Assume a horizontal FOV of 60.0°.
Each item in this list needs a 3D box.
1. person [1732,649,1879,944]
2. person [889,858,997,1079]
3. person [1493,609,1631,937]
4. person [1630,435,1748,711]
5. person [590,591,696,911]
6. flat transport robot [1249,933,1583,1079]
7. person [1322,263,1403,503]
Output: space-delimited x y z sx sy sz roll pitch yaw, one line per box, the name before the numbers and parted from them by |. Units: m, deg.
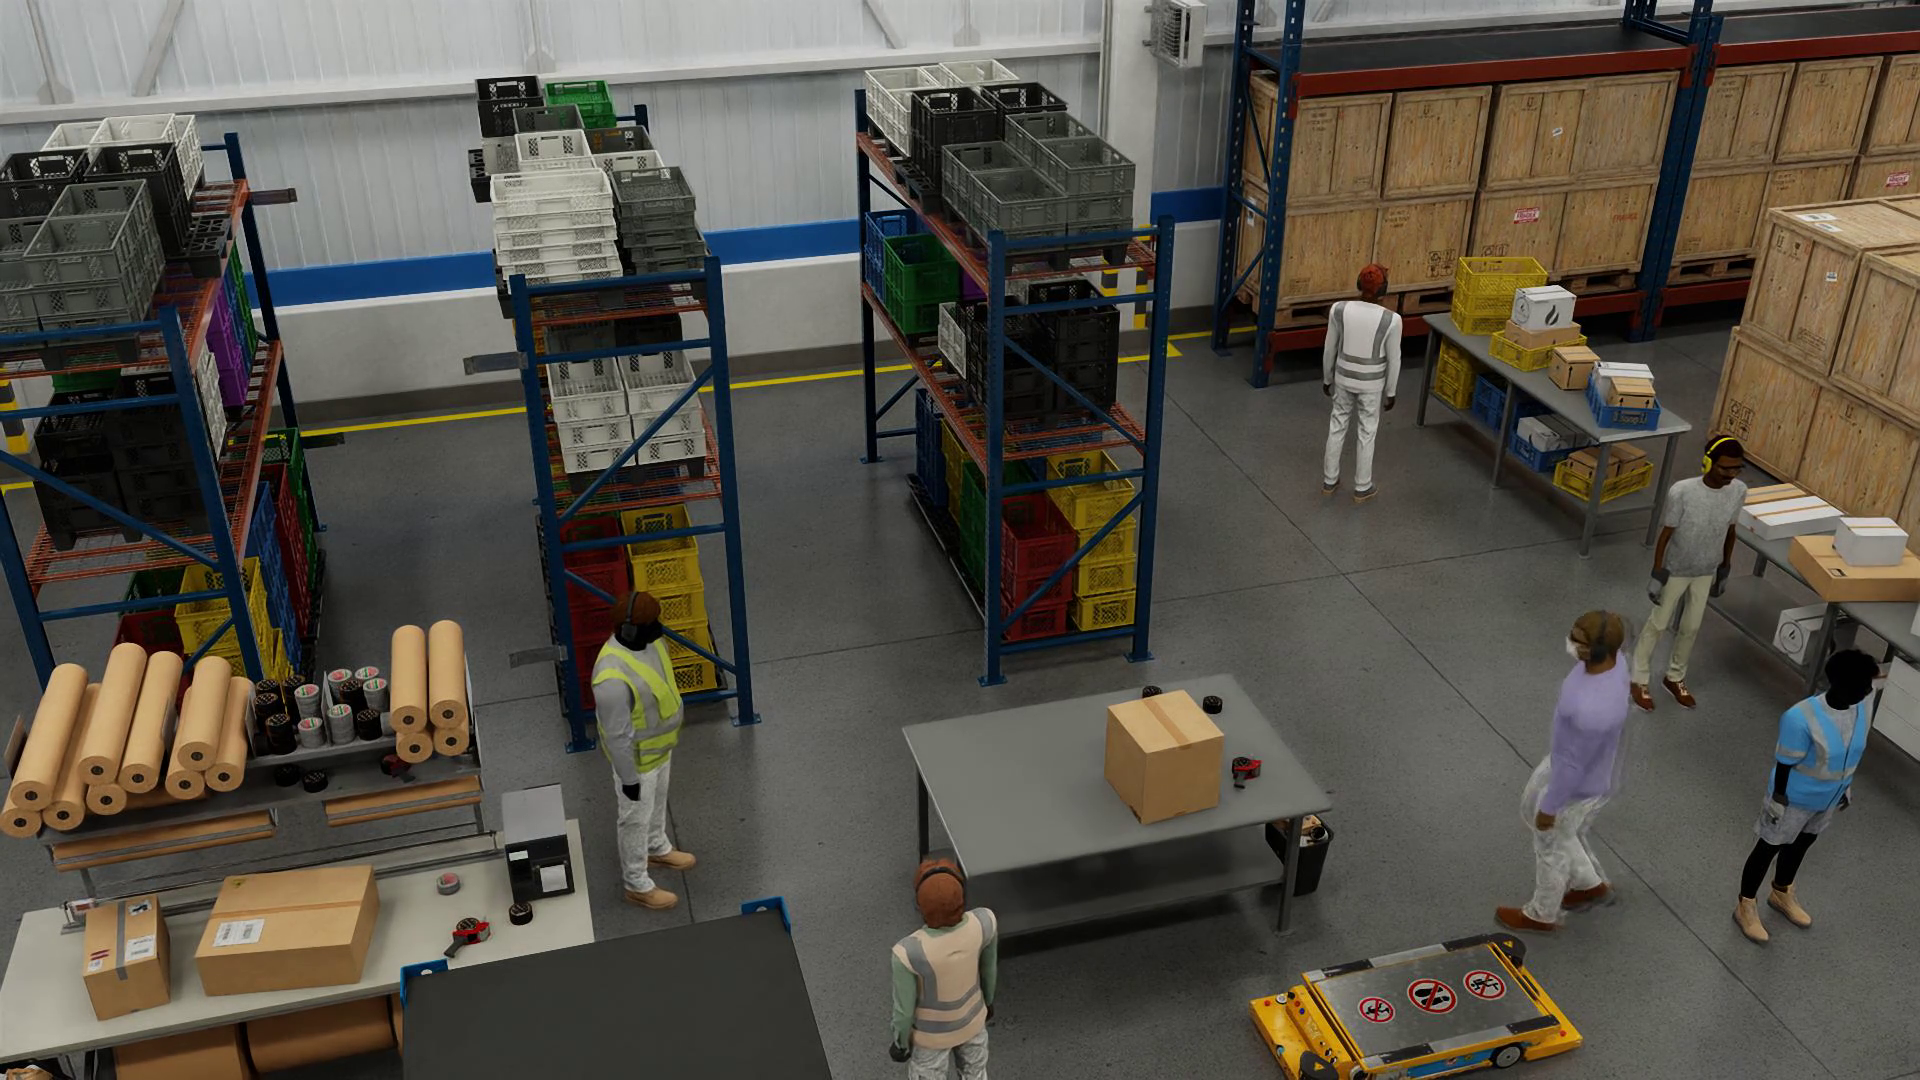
person | 4.266 1.268 8.358 0.533 1.694 0.319 -11 31 -19
person | -0.065 2.041 7.010 0.523 1.636 0.311 -18 33 -29
person | 3.046 1.182 8.275 0.477 1.924 0.640 12 31 20
person | 4.445 0.202 10.135 0.519 1.858 0.317 -2 29 -4
person | -1.629 1.066 8.588 0.429 1.836 0.631 4 29 7
flat transport robot | 2.184 2.282 7.980 1.431 0.197 0.652 -8 30 -14
person | 3.038 -1.189 12.637 0.585 1.879 0.344 16 33 27
